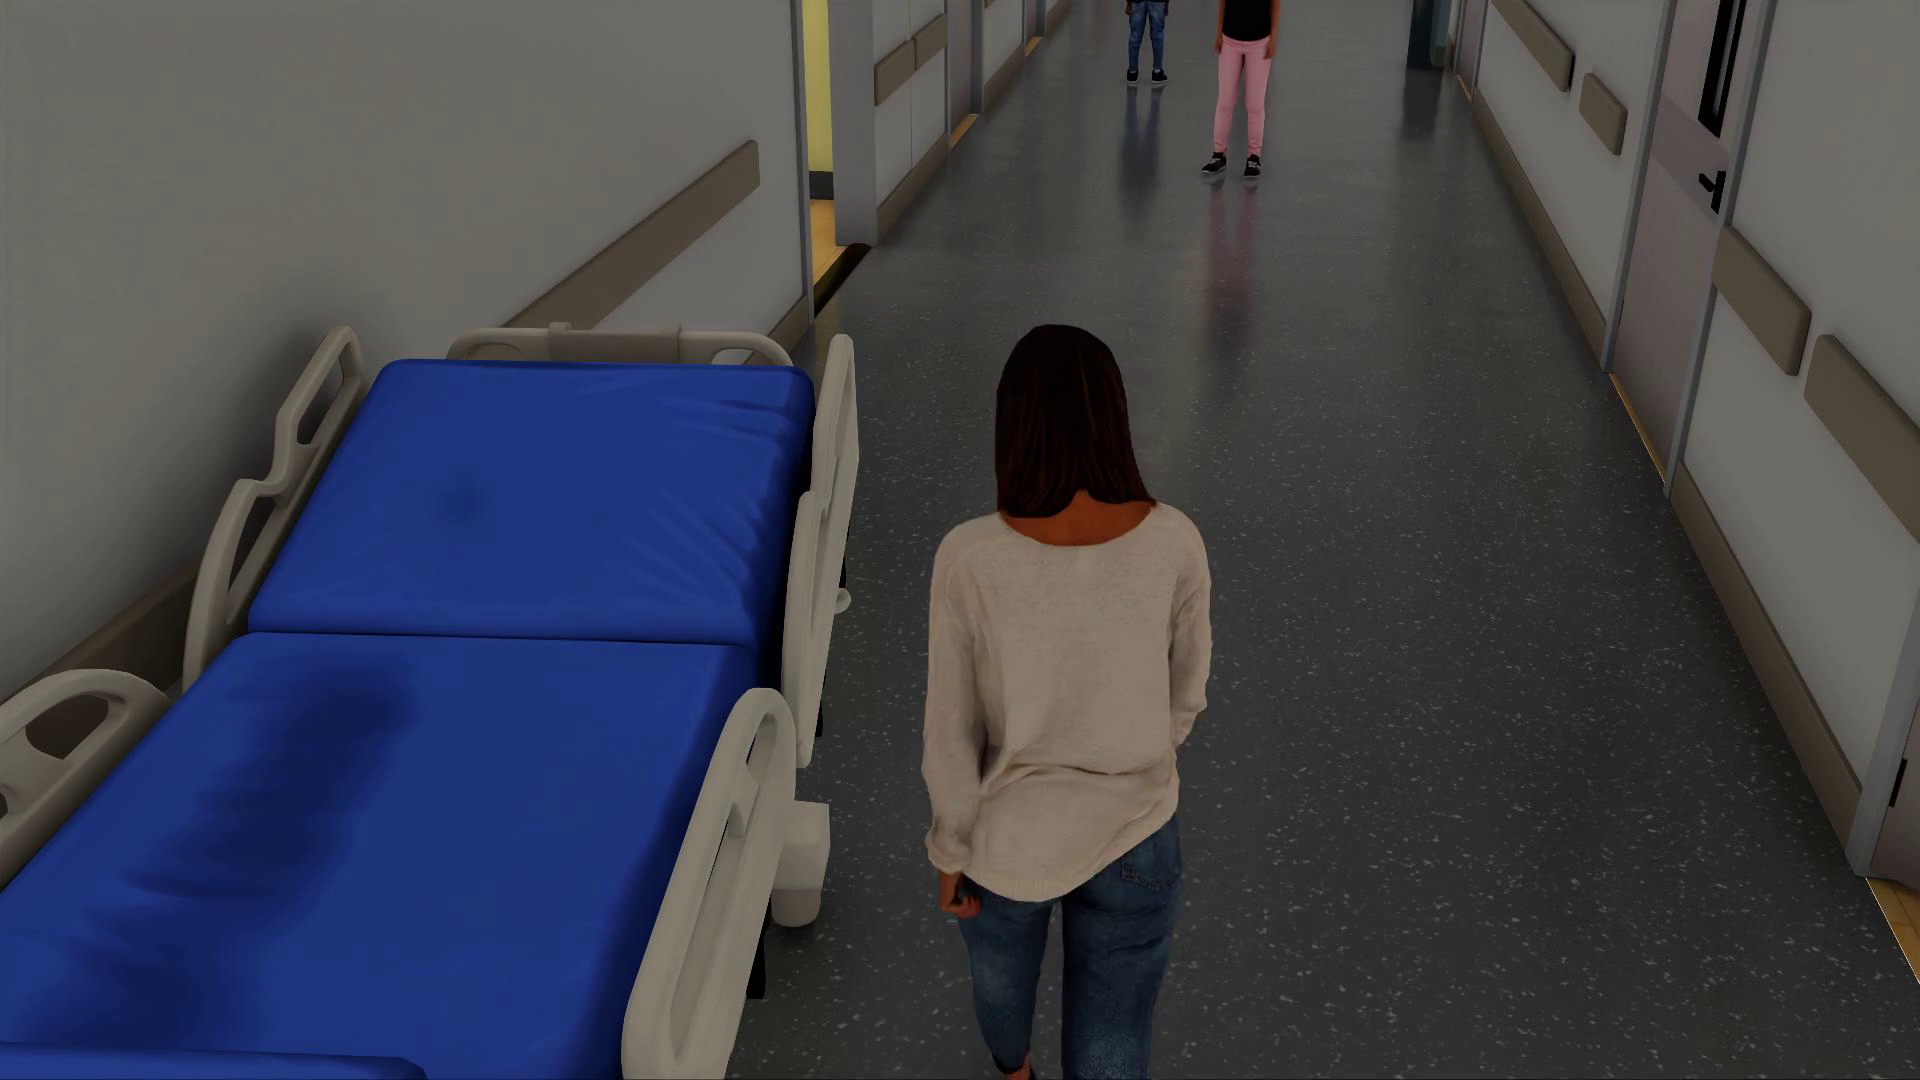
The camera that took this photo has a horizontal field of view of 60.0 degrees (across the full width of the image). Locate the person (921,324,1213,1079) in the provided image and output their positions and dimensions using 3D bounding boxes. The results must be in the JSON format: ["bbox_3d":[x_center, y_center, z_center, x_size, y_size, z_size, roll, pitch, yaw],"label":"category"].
[{"bbox_3d":[0.174,0.522,2.589,1.043,1.641,0.822,-1,26,-1],"label":"person"}]

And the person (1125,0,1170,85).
[{"bbox_3d":[1.434,-4.133,12.685,0.432,1.256,0.568,6,26,12],"label":"person"}]

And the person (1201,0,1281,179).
[{"bbox_3d":[1.702,-2.955,9.890,0.512,1.562,0.638,10,27,20],"label":"person"}]
